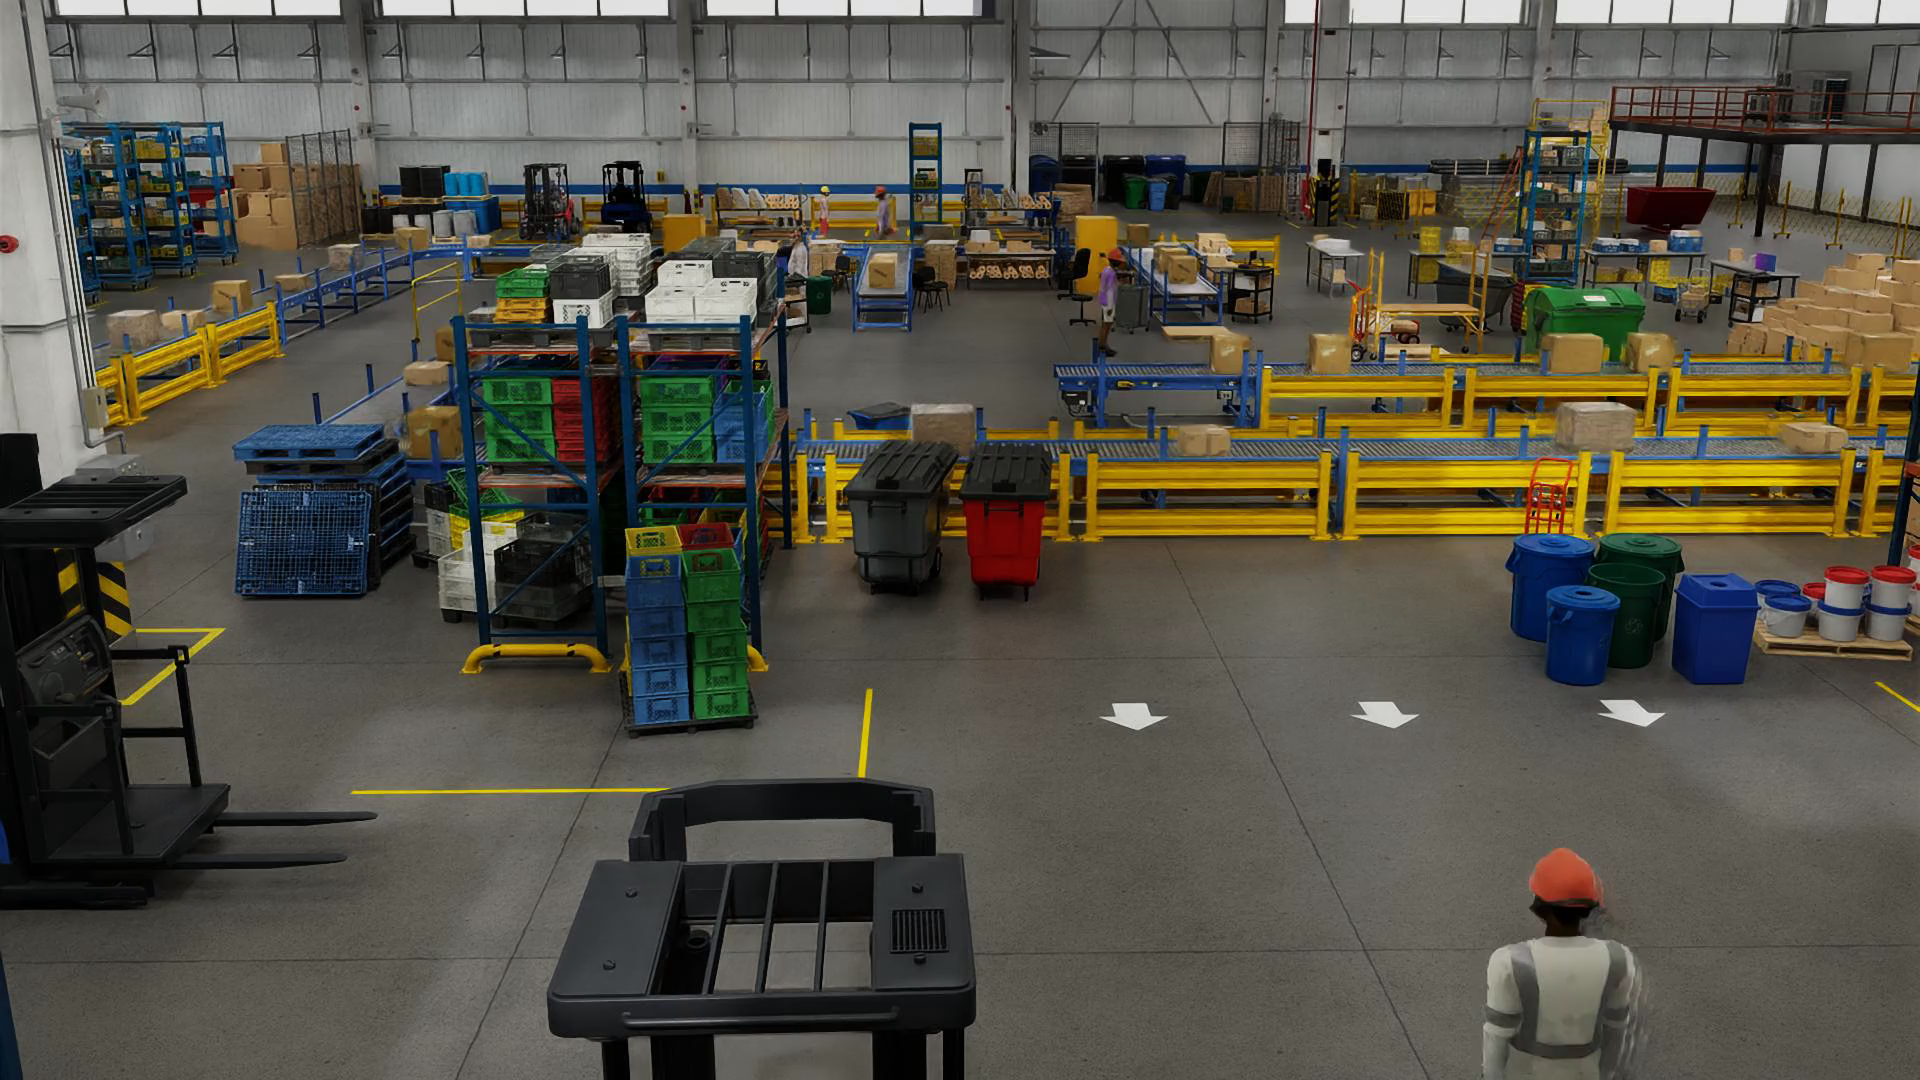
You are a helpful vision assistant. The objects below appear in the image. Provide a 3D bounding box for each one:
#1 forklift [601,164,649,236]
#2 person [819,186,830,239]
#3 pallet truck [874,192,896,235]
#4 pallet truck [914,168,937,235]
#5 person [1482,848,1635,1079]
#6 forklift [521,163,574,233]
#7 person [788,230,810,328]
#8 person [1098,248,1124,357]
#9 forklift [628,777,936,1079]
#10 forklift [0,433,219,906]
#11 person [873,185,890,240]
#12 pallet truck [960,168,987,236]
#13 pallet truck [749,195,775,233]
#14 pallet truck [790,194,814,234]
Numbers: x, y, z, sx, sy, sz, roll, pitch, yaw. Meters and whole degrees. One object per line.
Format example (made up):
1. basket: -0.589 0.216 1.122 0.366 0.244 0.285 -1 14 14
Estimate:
1. forklift: -9.948 -10.127 49.296 1.157 1.987 2.680 -1 16 -3
2. person: -3.719 -8.864 45.871 0.314 1.769 0.525 -6 17 -21
3. pallet truck: -2.277 -9.986 50.594 0.653 1.274 1.630 0 16 -1
4. pallet truck: -0.989 -10.316 50.507 0.823 1.965 1.885 1 16 3
5. person: 2.453 2.246 6.861 0.626 2.000 1.035 -1 16 -2
6. forklift: -12.233 -10.122 49.298 1.157 1.987 2.680 0 16 -1
7. person: -3.170 -5.126 32.655 0.420 1.896 0.656 -2 16 -7
8. person: 2.663 -4.188 29.349 0.419 1.918 0.553 0 16 1
9. forklift: -0.542 2.165 5.552 1.129 2.768 1.873 -1 16 -2
10. forklift: -5.952 0.780 10.366 1.873 2.768 1.129 0 16 -1
11. person: -1.946 -8.090 42.728 0.595 2.022 0.617 -2 16 -5
12. pallet truck: 0.383 -10.230 50.206 0.823 1.965 1.885 -1 16 -3
13. pallet truck: -6.051 -9.967 50.660 0.680 1.201 1.601 0 16 -1
14. pallet truck: -4.814 -9.883 50.259 0.704 1.261 1.522 -1 16 -3
